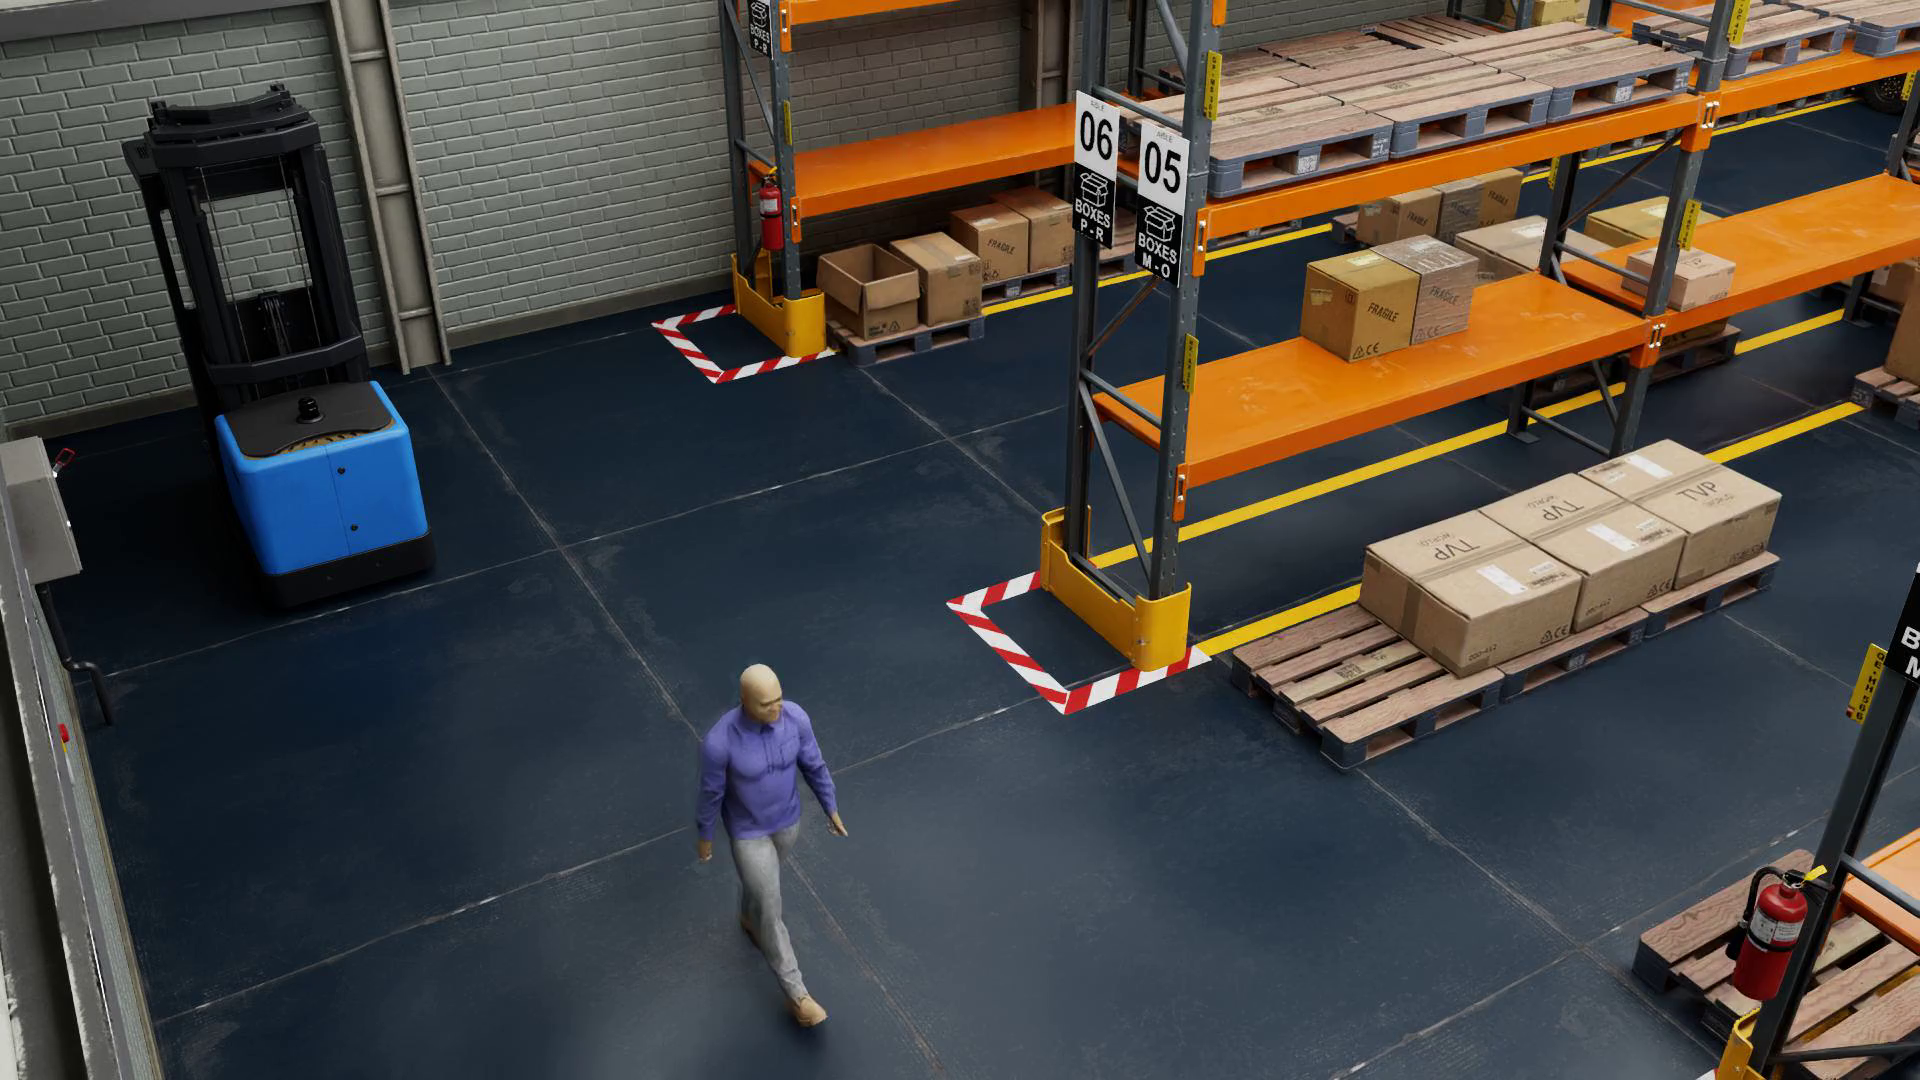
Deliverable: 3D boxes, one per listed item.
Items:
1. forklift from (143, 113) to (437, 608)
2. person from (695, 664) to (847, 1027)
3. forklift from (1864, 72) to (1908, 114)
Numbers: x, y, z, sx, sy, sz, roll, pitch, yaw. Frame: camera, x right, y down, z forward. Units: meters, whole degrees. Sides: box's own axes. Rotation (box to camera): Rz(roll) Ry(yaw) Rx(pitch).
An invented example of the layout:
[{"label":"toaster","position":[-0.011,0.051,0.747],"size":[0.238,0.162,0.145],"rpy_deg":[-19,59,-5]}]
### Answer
[{"label":"forklift","position":[-4.289,-1.259,10.509],"size":[1.129,2.768,1.873],"rpy_deg":[-17,36,-26]},{"label":"person","position":[-0.812,1.307,7.413],"size":[0.615,1.749,0.958],"rpy_deg":[-22,38,-31]},{"label":"forklift","position":[11.468,-5.645,18.244],"size":[1.214,2.155,2.313],"rpy_deg":[-17,36,-26]}]
